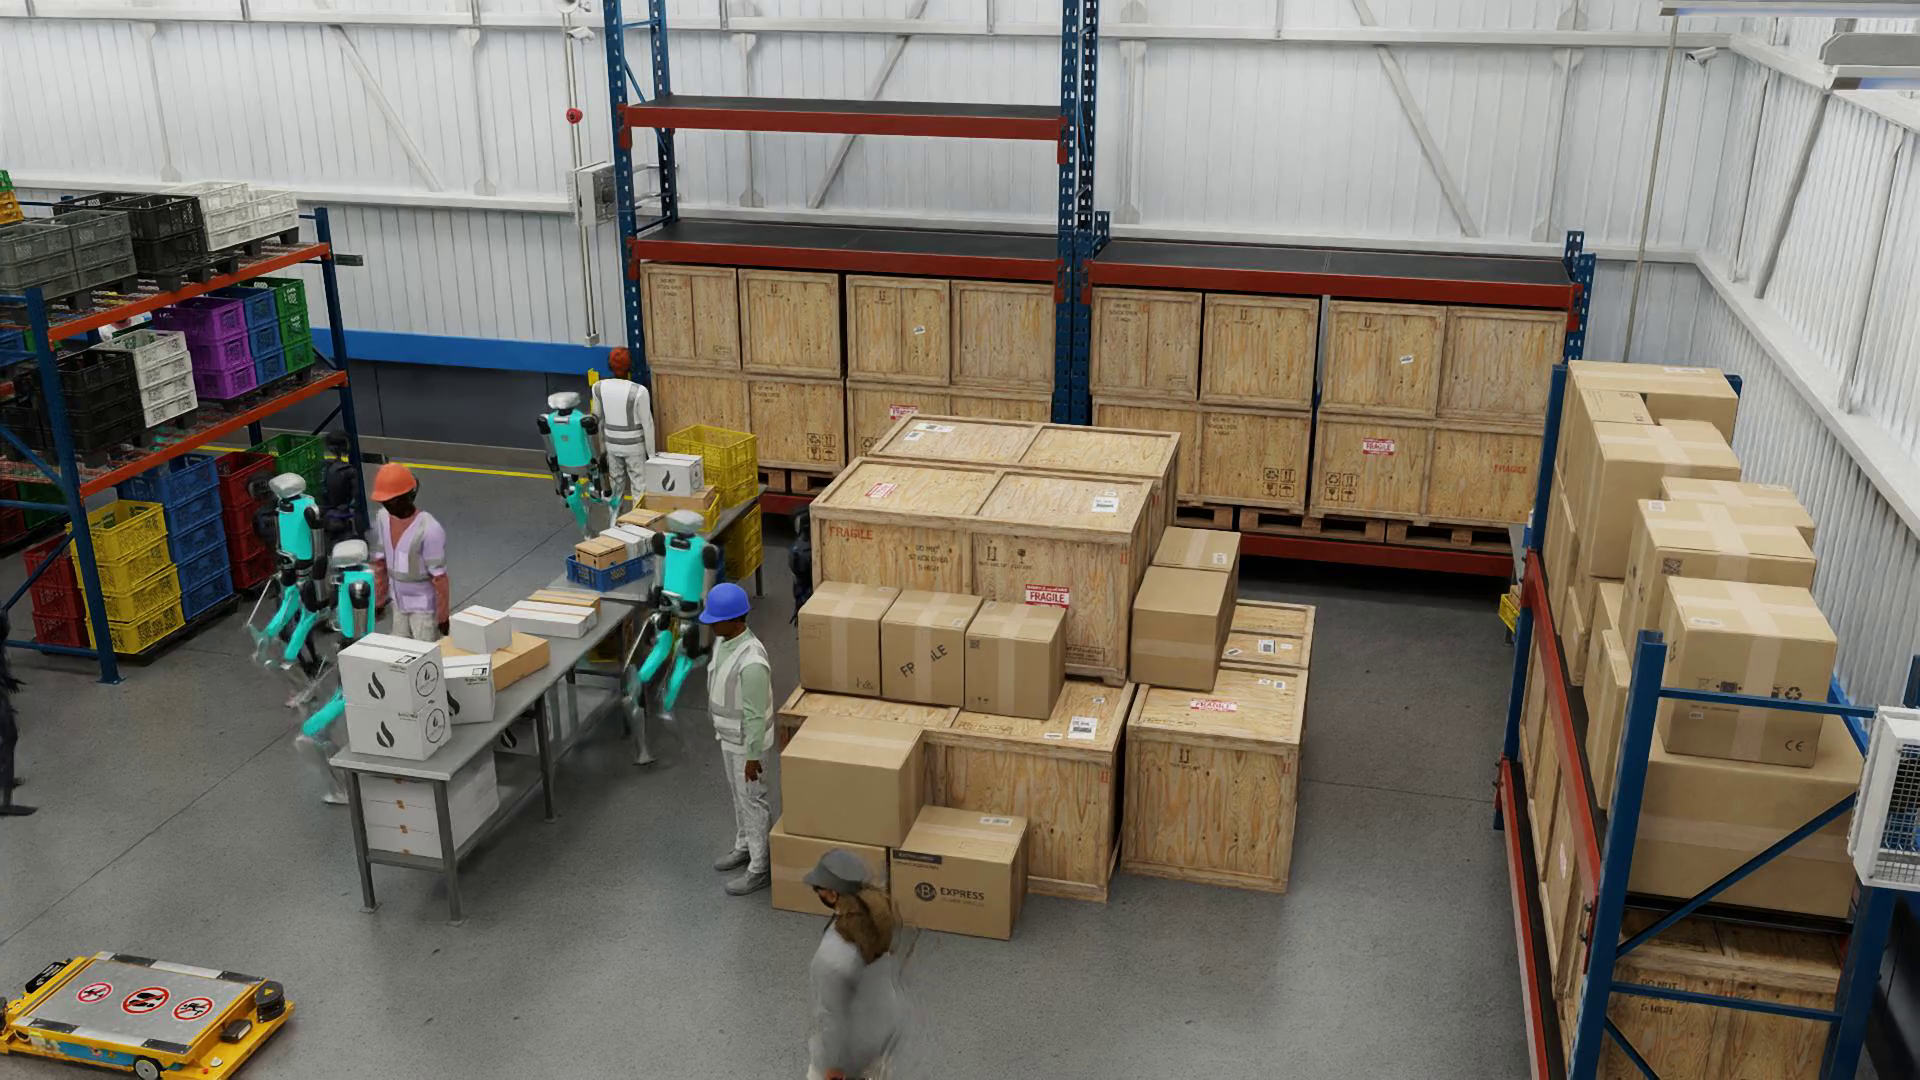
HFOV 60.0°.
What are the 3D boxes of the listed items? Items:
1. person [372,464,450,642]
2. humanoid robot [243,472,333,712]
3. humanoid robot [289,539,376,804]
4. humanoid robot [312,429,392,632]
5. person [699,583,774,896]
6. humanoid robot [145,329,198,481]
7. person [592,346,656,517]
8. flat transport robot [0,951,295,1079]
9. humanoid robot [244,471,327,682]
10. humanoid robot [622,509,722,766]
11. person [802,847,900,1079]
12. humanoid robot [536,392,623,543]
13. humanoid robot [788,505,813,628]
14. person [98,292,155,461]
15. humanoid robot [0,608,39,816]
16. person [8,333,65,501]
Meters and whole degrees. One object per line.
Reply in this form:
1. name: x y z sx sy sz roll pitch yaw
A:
1. person: -3.768 0.441 11.437 0.612 2.032 0.434 15 26 35
2. humanoid robot: -4.822 0.440 11.819 0.536 1.787 0.674 14 25 33
3. humanoid robot: -4.064 0.901 10.662 0.786 1.801 0.537 -9 23 -22
4. humanoid robot: -4.977 -0.091 13.372 0.595 1.623 0.779 18 27 38
5. person: -1.288 1.142 9.725 0.412 1.939 0.602 -9 23 -23
6. humanoid robot: -7.603 -1.016 15.810 0.570 1.879 0.755 -2 21 -6
7. person: -2.981 -0.811 14.903 0.585 1.883 0.343 7 22 18
8. flat transport robot: -4.270 2.464 8.601 1.431 0.231 0.659 5 22 13
9. humanoid robot: -5.018 0.255 12.406 0.387 1.641 0.612 -7 22 -18
10. humanoid robot: -2.044 0.735 11.092 0.538 1.766 0.918 16 26 36
11. person: -0.487 2.153 7.320 0.417 1.752 0.585 8 22 19
12. humanoid robot: -3.162 -0.462 14.252 0.561 1.800 0.828 5 21 13
13. humanoid robot: -1.013 0.527 11.696 0.356 1.647 0.612 -9 23 -21
14. person: -8.695 -1.733 17.409 0.405 1.824 0.584 15 26 35
15. humanoid robot: -6.198 0.940 10.607 0.395 1.635 0.585 -10 23 -25
16. person: -9.001 -1.252 16.144 0.586 1.821 0.645 -11 23 -26
